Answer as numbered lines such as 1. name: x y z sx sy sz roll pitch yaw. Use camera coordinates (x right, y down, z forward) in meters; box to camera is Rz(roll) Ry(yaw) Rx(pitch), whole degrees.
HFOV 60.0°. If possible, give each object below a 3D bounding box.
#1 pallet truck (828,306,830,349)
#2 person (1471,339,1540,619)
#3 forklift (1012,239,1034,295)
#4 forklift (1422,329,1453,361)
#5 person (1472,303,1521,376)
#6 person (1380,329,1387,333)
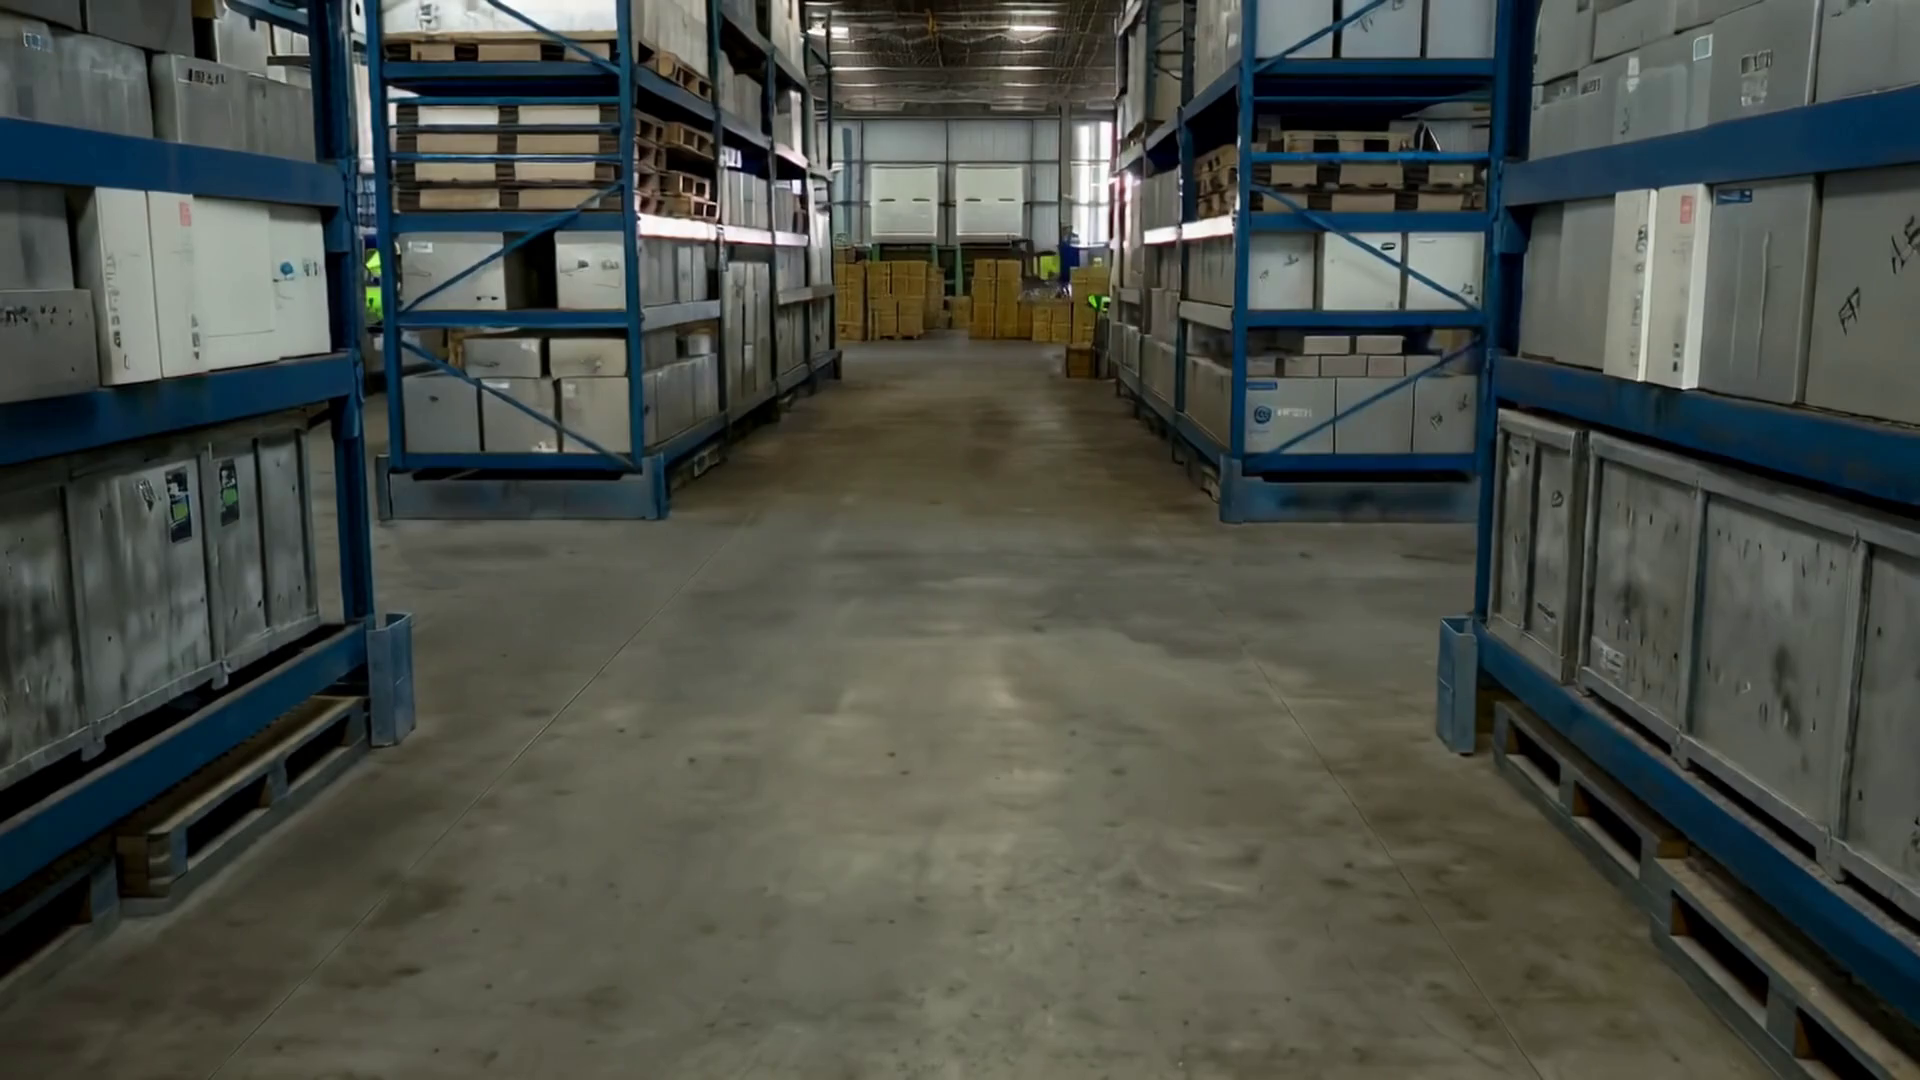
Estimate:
1. pallet truck: -3.100 -3.940 29.800 1.885 1.965 0.823 3 10 19
2. person: 3.333 -0.464 9.366 0.968 1.859 0.665 -4 10 -20
3. forklift: 2.148 -8.962 57.243 1.873 2.768 1.129 -5 11 -27
4. forklift: 9.304 -4.894 32.876 1.873 2.768 1.129 0 9 0
5. person: 5.150 -1.579 15.708 0.631 1.994 1.052 2 10 11
6. person: 4.783 -2.190 19.807 0.429 1.838 0.622 -6 11 -31
